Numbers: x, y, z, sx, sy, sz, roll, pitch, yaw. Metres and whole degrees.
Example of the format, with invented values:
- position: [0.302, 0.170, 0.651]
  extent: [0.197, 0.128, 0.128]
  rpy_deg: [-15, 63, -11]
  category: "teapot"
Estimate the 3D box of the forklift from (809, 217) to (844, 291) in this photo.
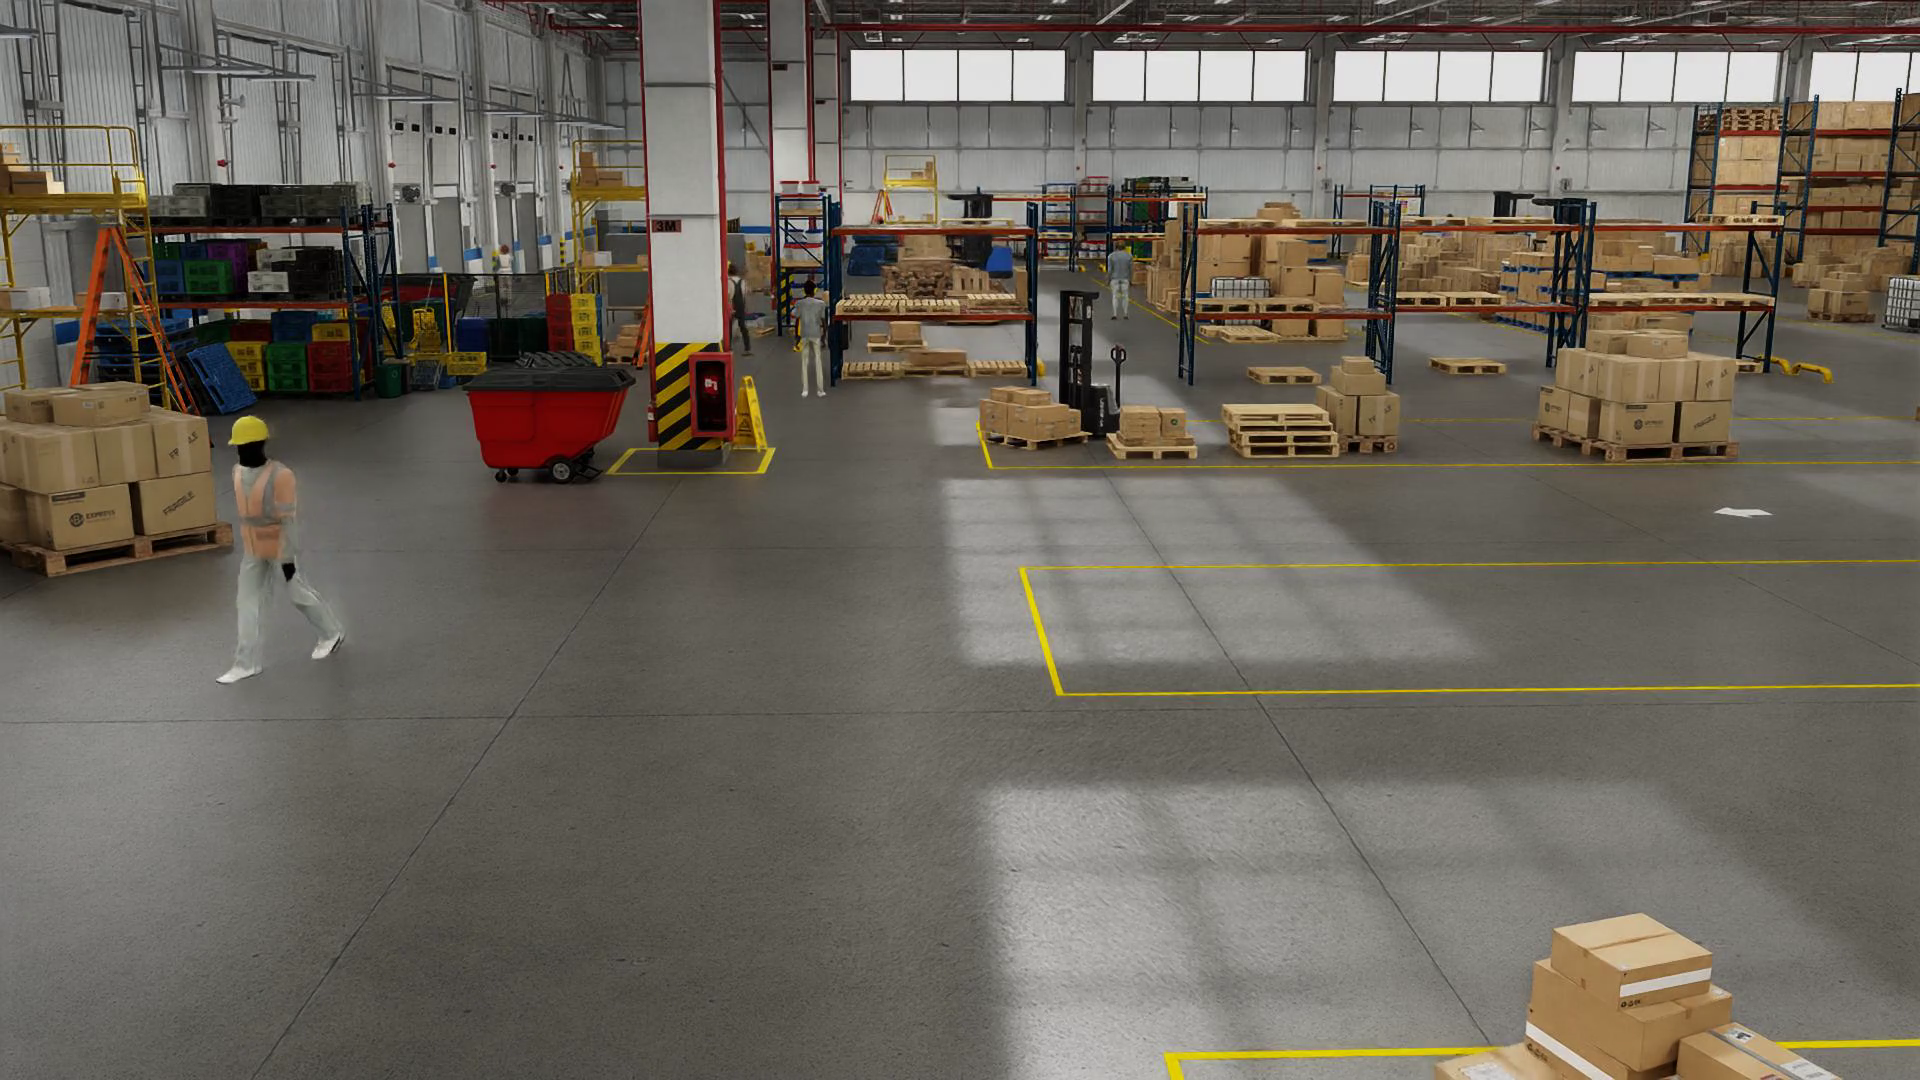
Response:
- position: [-4.375, -8.619, 48.637]
  extent: [1.873, 2.768, 1.129]
  rpy_deg: [0, 12, -2]
  category: "forklift"

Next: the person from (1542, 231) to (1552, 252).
- position: [17.358, -8.214, 48.826]
  extent: [0.622, 1.990, 0.394]
  rpy_deg: [0, 12, -2]
  category: "person"

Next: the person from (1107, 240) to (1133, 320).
- position: [3.870, -6.278, 40.209]
  extent: [0.635, 1.937, 0.352]
  rpy_deg: [0, 12, -2]
  category: "person"

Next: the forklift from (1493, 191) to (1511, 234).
- position: [20.418, -11.777, 62.894]
  extent: [1.873, 2.768, 1.129]
  rpy_deg: [0, 12, -2]
  category: "forklift"

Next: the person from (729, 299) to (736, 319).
- position: [-3.269, -2.276, 22.175]
  extent: [0.834, 1.922, 0.638]
  rpy_deg: [0, 12, 2]
  category: "person"

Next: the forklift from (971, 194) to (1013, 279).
- position: [0.737, -10.032, 55.015]
  extent: [1.873, 2.768, 1.129]
  rpy_deg: [-7, 14, -28]
  category: "forklift"

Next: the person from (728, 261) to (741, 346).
- position: [-4.781, -4.883, 34.361]
  extent: [0.492, 1.740, 0.318]
  rpy_deg: [0, 12, -2]
  category: "person"

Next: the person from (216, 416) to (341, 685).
- position: [-4.911, 0.021, 11.924]
  extent: [0.601, 1.880, 1.004]
  rpy_deg: [6, 14, 24]
  category: "person"

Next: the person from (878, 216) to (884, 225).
- position: [-3.008, -11.445, 63.679]
  extent: [1.020, 1.885, 0.563]
  rpy_deg: [-6, 14, -25]
  category: "person"

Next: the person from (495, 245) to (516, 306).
- position: [-12.160, -7.088, 44.565]
  extent: [0.545, 1.621, 0.460]
  rpy_deg: [-2, 13, -9]
  category: "person"

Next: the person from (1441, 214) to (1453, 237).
- position: [19.204, -11.840, 65.327]
  extent: [0.635, 1.936, 0.351]
  rpy_deg: [0, 12, -2]
  category: "person"

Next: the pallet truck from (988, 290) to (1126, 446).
- position: [1.257, -2.299, 22.111]
  extent: [1.885, 1.965, 0.823]
  rpy_deg: [-9, 15, -35]
  category: "pallet truck"

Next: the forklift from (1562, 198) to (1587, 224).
- position: [17.204, -8.212, 46.797]
  extent: [1.873, 2.768, 1.129]
  rpy_deg: [0, 12, -2]
  category: "forklift"

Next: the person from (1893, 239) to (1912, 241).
- position: [30.557, -9.329, 54.085]
  extent: [0.430, 1.890, 0.677]
  rpy_deg: [-6, 14, -27]
  category: "person"

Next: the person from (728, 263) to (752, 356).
- position: [-4.387, -4.495, 32.497]
  extent: [0.511, 1.804, 0.955]
  rpy_deg: [-10, 16, -39]
  category: "person"

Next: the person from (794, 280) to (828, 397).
- position: [-2.379, -3.205, 26.505]
  extent: [0.533, 1.864, 0.310]
  rpy_deg: [0, 12, -2]
  category: "person"
